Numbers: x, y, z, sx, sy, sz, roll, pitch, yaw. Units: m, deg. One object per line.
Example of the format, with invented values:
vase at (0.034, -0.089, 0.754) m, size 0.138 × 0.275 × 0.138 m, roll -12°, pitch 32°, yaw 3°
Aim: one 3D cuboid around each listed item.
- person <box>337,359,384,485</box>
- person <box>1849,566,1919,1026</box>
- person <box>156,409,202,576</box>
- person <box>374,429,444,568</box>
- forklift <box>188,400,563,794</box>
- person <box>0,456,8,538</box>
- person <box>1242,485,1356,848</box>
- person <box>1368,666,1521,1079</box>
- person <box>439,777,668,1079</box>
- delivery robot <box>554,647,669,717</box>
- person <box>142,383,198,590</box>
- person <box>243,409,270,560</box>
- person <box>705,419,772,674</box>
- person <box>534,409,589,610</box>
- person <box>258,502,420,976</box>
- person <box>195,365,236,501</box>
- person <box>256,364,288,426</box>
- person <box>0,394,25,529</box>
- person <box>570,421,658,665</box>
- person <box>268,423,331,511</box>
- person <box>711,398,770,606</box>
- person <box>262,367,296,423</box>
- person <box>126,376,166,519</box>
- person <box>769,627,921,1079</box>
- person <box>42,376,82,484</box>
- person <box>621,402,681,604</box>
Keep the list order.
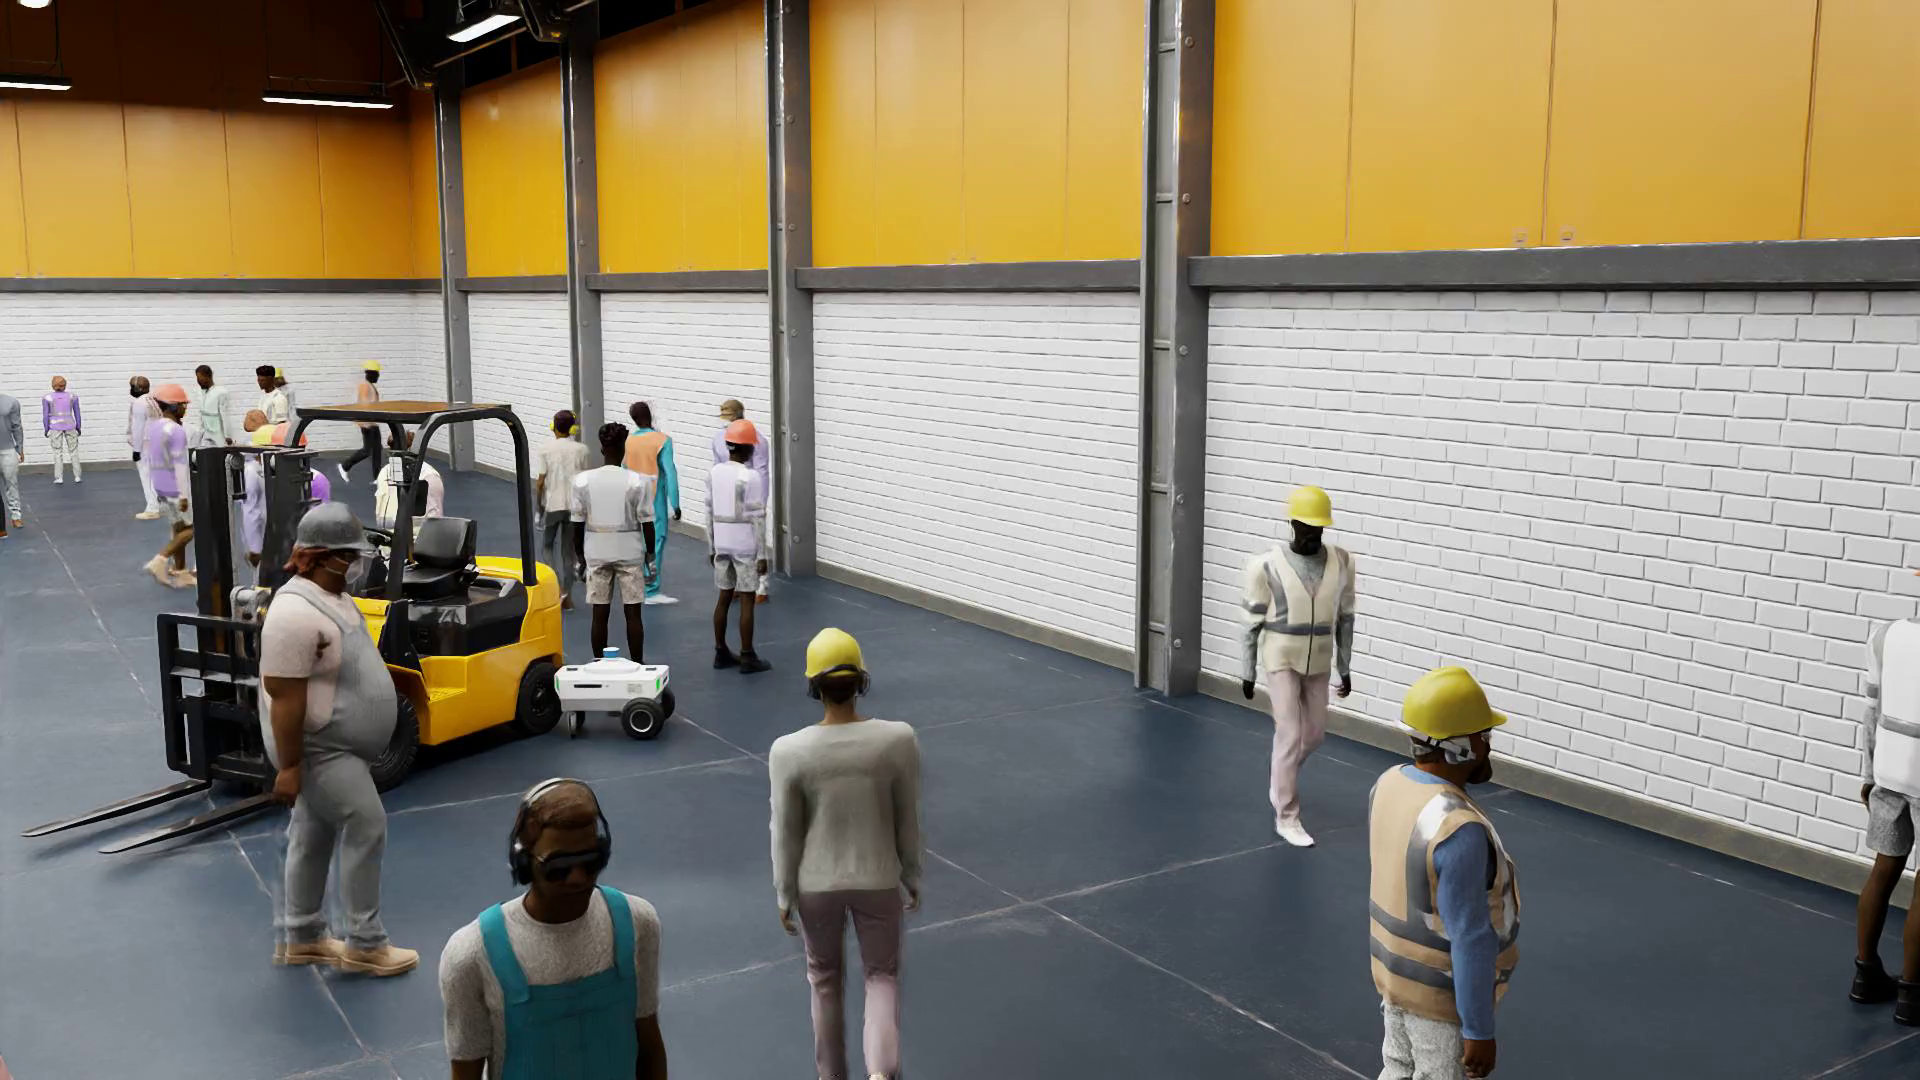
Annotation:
person at (-8.930, -1.750, 24.904) m, size 0.725 × 1.892 × 0.645 m, roll -1°, pitch 8°, yaw -5°
person at (3.856, 0.952, 6.616) m, size 0.422 × 1.919 × 0.545 m, roll -3°, pitch 9°, yaw -19°
person at (-7.939, -0.552, 16.942) m, size 0.511 × 1.862 × 0.324 m, roll 1°, pitch 8°, yaw 5°
person at (-4.280, 0.060, 12.864) m, size 0.625 × 1.845 × 0.429 m, roll 4°, pitch 10°, yaw 27°
forklift at (-3.529, 0.258, 10.348) m, size 1.214 × 2.155 × 2.313 m, roll 4°, pitch 9°, yaw 25°
person at (-11.443, -0.938, 19.498) m, size 0.513 × 1.872 × 0.328 m, roll 7°, pitch 11°, yaw 38°
person at (1.771, 0.627, 8.865) m, size 0.604 × 1.901 × 0.706 m, roll -2°, pitch 9°, yaw -14°
person at (1.382, 1.265, 4.763) m, size 0.404 × 1.837 × 0.589 m, roll -1°, pitch 9°, yaw -10°
person at (-0.886, 1.419, 3.737) m, size 0.505 × 1.840 × 0.342 m, roll -6°, pitch 10°, yaw -34°
delivery robot at (-2.279, 0.947, 10.890) m, size 0.707 × 0.478 × 0.477 m, roll 0°, pitch 8°, yaw 0°
person at (-7.601, -0.498, 16.015) m, size 0.618 × 2.024 × 0.554 m, roll 8°, pitch 11°, yaw 41°
person at (-7.559, -0.597, 17.982) m, size 0.286 × 1.636 × 0.499 m, roll 2°, pitch 9°, yaw 12°
person at (-1.675, 0.046, 12.647) m, size 0.553 × 1.933 × 0.378 m, roll 6°, pitch 11°, yaw 37°
person at (-3.626, -0.269, 15.128) m, size 0.550 × 1.837 × 0.380 m, roll -6°, pitch 10°, yaw -33°
person at (-2.574, 0.827, 7.028) m, size 0.754 × 2.000 × 0.707 m, roll -1°, pitch 9°, yaw -9°
person at (-10.326, -1.483, 23.090) m, size 0.714 × 1.890 × 0.415 m, roll 6°, pitch 10°, yaw 35°
person at (-9.012, -1.323, 21.820) m, size 0.374 × 1.956 × 0.605 m, roll -8°, pitch 12°, yaw -43°
person at (-11.761, -1.078, 20.275) m, size 0.632 × 1.928 × 0.392 m, roll -6°, pitch 10°, yaw -35°
person at (-2.491, 0.122, 12.036) m, size 0.614 × 1.962 × 0.366 m, roll 0°, pitch 8°, yaw 2°
person at (-4.880, 0.106, 12.236) m, size 0.553 × 1.935 × 0.364 m, roll 4°, pitch 9°, yaw 23°
person at (-2.025, -0.349, 15.356) m, size 0.635 × 1.929 × 0.395 m, roll 4°, pitch 10°, yaw 27°
person at (-10.691, -1.846, 26.099) m, size 0.488 × 1.728 × 0.375 m, roll 0°, pitch 8°, yaw -2°
person at (-10.437, -1.186, 21.306) m, size 0.431 × 1.833 × 0.628 m, roll -1°, pitch 9°, yaw -9°
person at (-0.382, 1.174, 5.648) m, size 0.523 × 1.746 × 0.615 m, roll -1°, pitch 9°, yaw -7°
person at (-13.584, -1.666, 25.177) m, size 0.521 × 1.638 × 0.311 m, roll -6°, pitch 11°, yaw -37°
person at (-2.889, -0.328, 15.379) m, size 0.639 × 1.883 × 0.377 m, roll 6°, pitch 10°, yaw 34°
